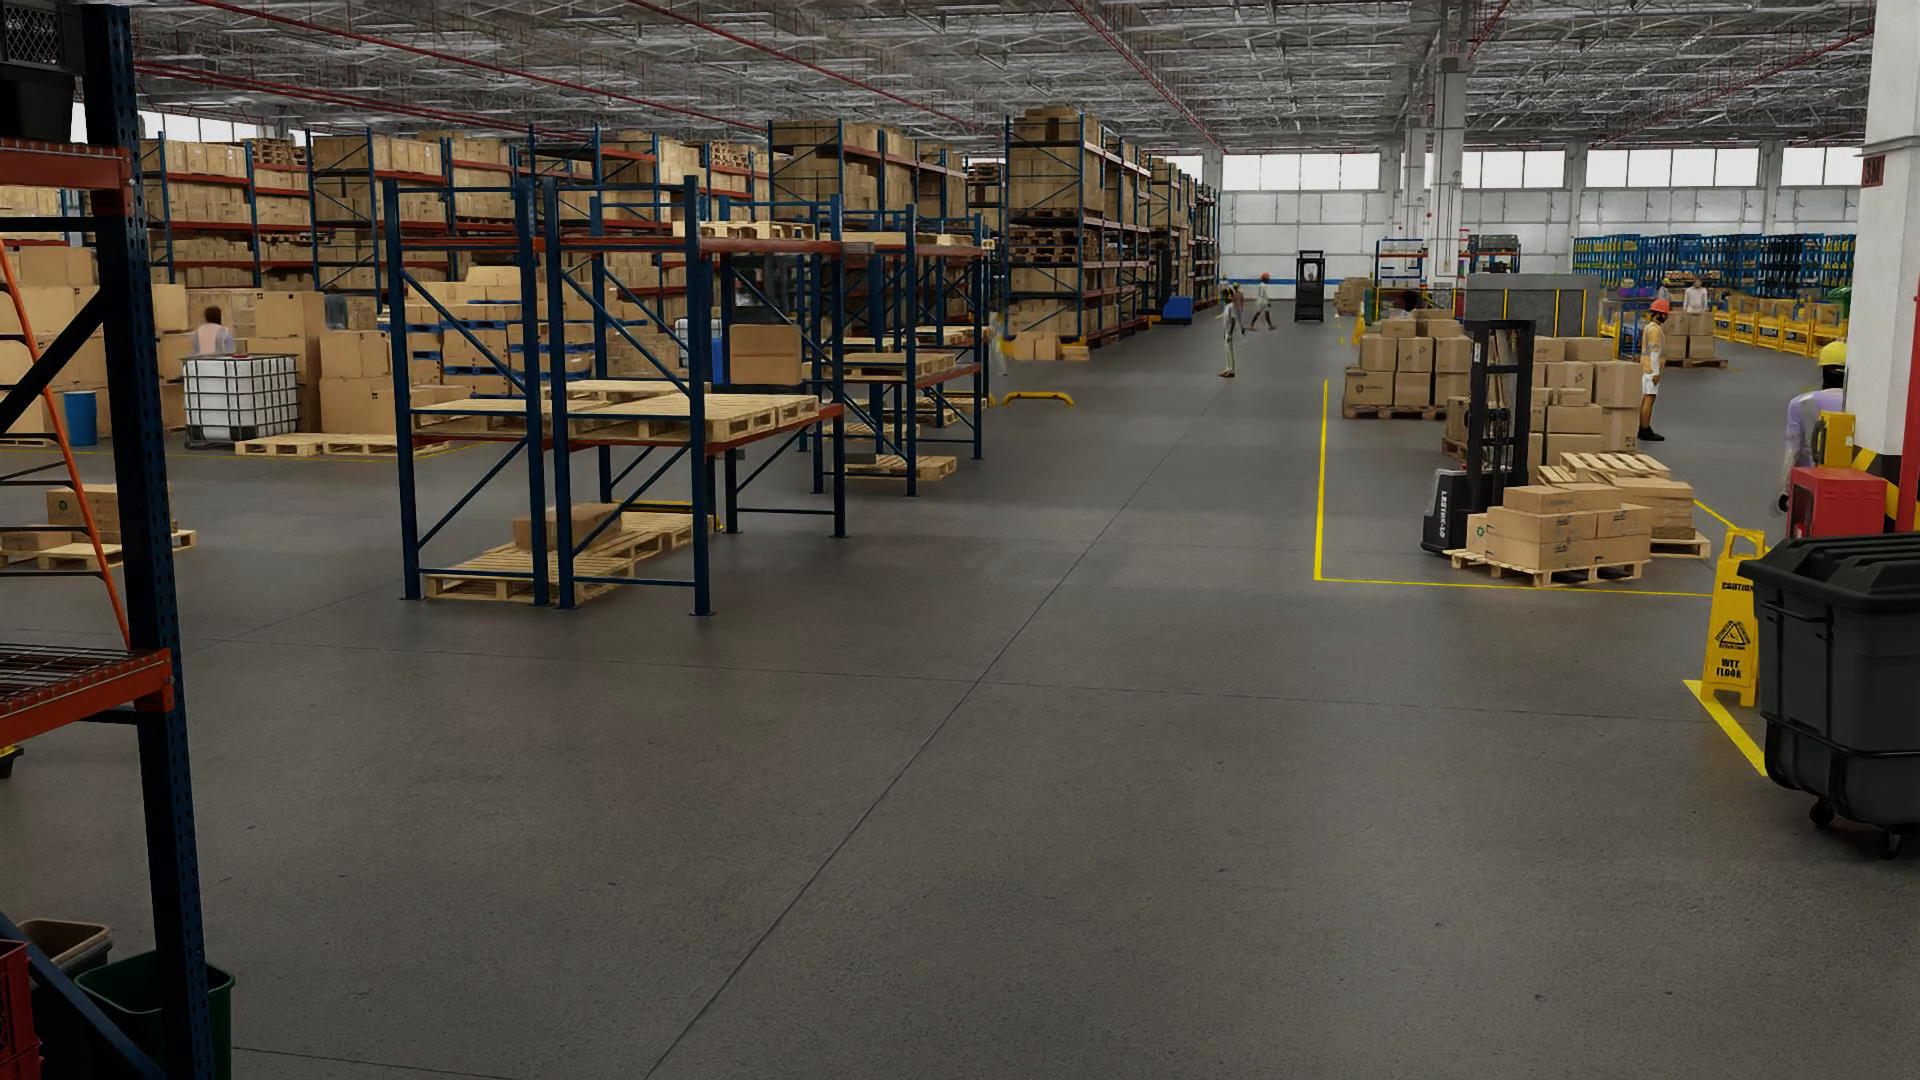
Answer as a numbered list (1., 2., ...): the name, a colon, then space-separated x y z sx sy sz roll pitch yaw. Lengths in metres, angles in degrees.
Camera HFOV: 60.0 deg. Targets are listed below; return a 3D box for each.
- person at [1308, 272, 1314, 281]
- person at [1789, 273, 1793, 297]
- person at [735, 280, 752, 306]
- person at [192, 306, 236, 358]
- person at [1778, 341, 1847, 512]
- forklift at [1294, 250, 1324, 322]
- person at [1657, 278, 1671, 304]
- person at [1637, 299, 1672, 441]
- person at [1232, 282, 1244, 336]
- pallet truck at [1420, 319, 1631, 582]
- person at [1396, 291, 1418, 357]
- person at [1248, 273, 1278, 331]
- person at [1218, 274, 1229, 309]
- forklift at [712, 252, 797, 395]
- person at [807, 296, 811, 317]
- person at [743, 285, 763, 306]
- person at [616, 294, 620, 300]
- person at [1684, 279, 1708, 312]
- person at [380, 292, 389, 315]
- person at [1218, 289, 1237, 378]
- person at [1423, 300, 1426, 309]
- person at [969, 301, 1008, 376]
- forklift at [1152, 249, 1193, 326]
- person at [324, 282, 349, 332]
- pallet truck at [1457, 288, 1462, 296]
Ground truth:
1. person: 19.189 -13.771 91.083 0.341 1.752 0.563 3 10 18
2. person: 39.853 -11.877 79.634 0.601 1.830 0.404 -4 10 -22
3. person: -5.941 -6.136 45.357 0.543 1.928 0.373 2 10 14
4. person: -10.531 -2.400 23.531 0.637 1.826 0.698 3 10 15
5. person: 5.860 -0.376 11.252 0.594 1.924 0.382 2 10 9
6. forklift: 13.778 -10.002 65.433 1.129 2.768 1.873 2 10 12
7. person: 24.576 -8.230 58.092 0.403 1.818 0.600 6 11 32
8. person: 9.502 -2.324 22.762 0.359 1.936 0.544 2 10 13
9. person: 8.954 -7.478 53.811 0.541 1.749 0.565 -3 10 -17
10. pallet truck: 4.543 -0.757 13.299 0.823 1.965 1.885 -4 10 -22
11. person: 7.769 -3.370 28.941 0.858 1.936 0.616 4 10 24
12. person: 10.484 -8.222 57.541 1.039 1.996 0.619 2 10 14
13. person: 13.206 -12.440 83.224 0.545 1.743 0.643 3 10 17
14. forklift: -3.719 -3.918 29.406 1.129 2.768 1.873 2 10 12
15. person: -5.636 -9.154 64.130 0.493 1.624 0.280 0 10 -2
16. person: -4.823 -5.109 39.451 0.990 1.864 0.616 8 12 40
17. person: -8.455 -5.245 40.964 0.524 1.632 0.314 0 10 0
18. person: 22.737 -7.122 51.385 0.673 1.855 0.960 3 10 18
19. person: -13.621 -5.047 39.589 0.317 1.695 0.540 -4 10 -23
20. person: 5.627 -4.336 34.888 0.328 1.865 0.520 0 10 -2
21. person: 15.816 -7.804 56.137 0.286 1.625 0.496 -6 11 -33
22. person: 0.644 -4.265 35.254 0.857 1.589 0.534 -3 10 -16
23. forklift: 7.646 -9.320 61.395 1.873 2.768 1.129 2 10 11
24. person: -14.447 -4.971 38.424 0.637 1.938 0.355 -2 10 -9
25. pallet truck: 20.506 -9.785 68.819 0.653 1.274 1.630 2 10 12
